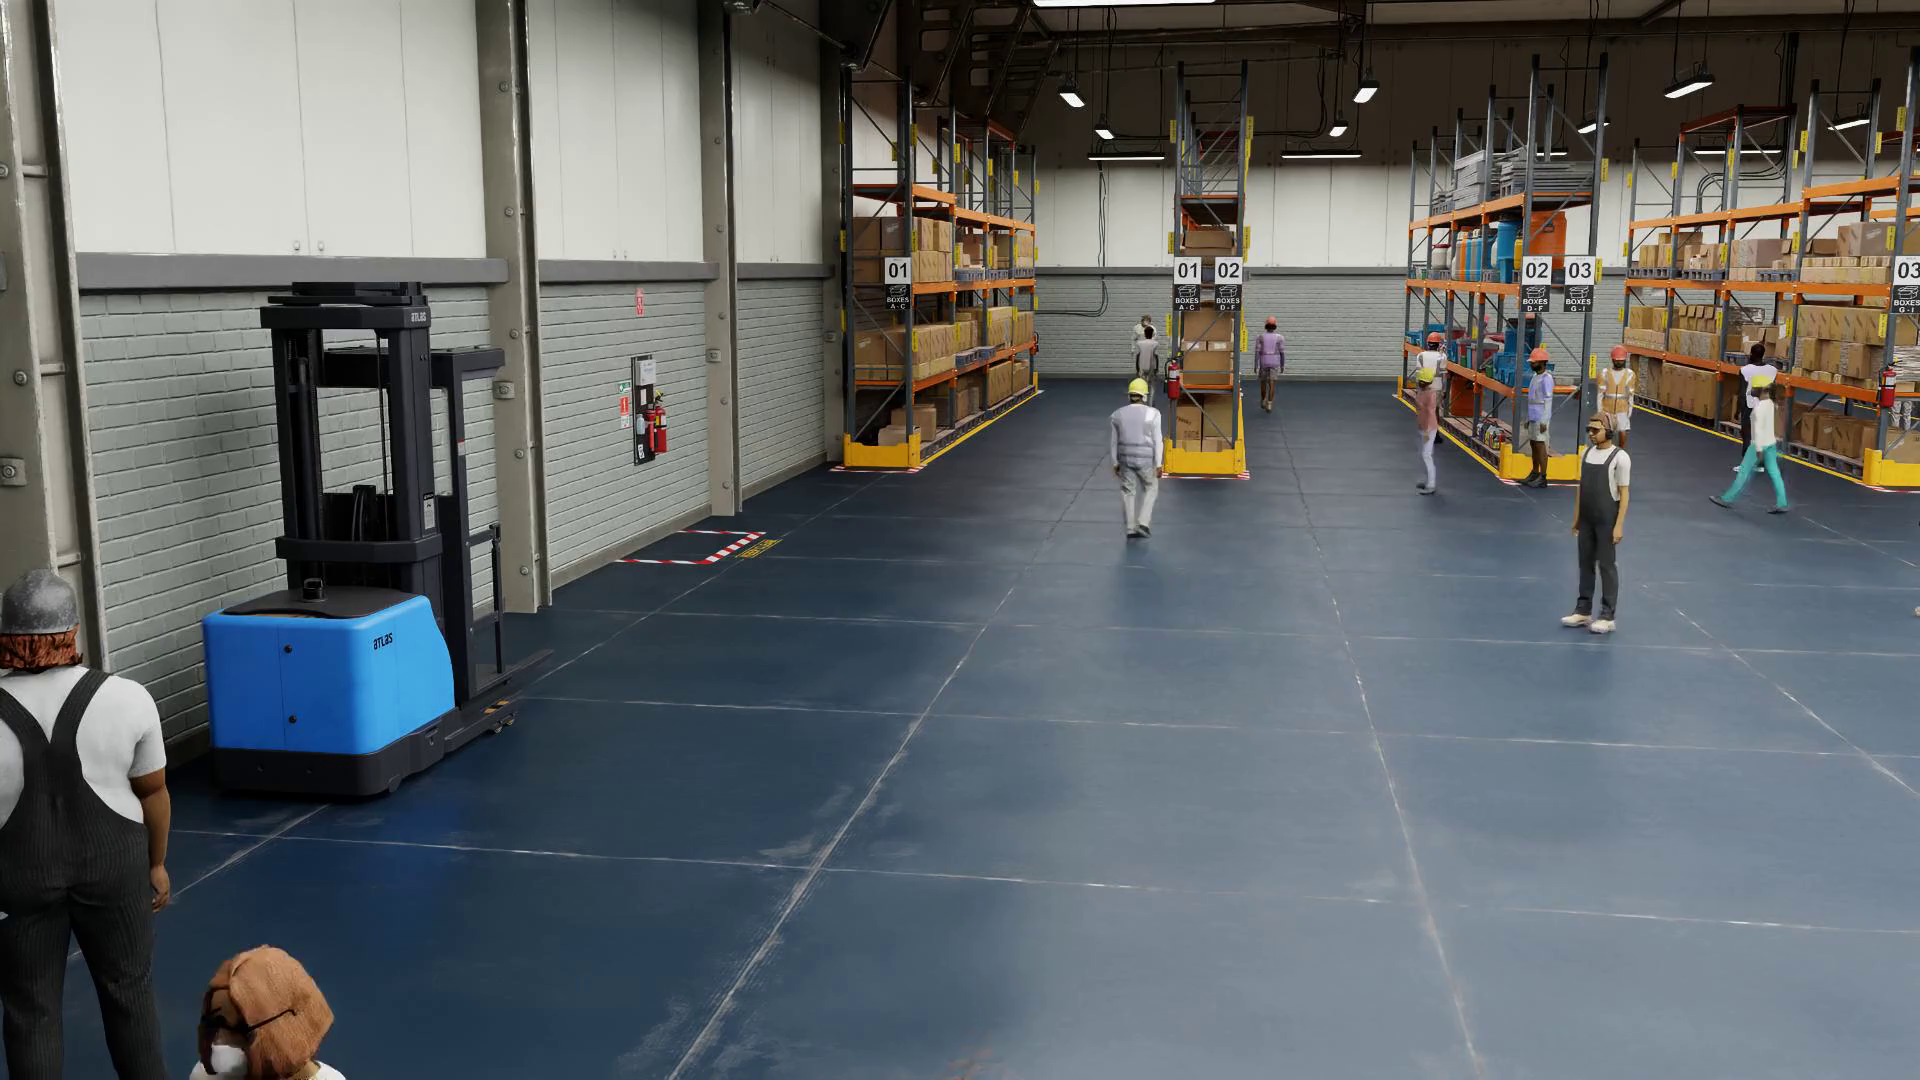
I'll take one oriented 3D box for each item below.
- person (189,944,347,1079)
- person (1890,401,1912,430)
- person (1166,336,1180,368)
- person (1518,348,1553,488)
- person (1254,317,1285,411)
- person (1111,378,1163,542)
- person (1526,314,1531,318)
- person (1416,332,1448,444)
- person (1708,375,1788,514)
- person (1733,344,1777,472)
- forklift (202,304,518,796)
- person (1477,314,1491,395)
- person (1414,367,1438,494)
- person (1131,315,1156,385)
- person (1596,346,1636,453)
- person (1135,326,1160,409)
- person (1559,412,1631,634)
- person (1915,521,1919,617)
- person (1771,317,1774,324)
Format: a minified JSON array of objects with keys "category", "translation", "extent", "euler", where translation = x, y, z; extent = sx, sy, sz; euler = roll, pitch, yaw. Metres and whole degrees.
[{"category":"person","translation":[-1.431,1.641,3.521],"extent":[0.529,1.631,0.292],"euler":[4,10,24]},{"category":"person","translation":[16.291,-2.467,28.809],"extent":[0.514,1.642,0.310],"euler":[-1,9,-7]},{"category":"person","translation":[5.506,-4.697,42.039],"extent":[0.605,1.811,0.472],"euler":[3,10,19]},{"category":"person","translation":[8.051,-1.710,23.230],"extent":[0.370,1.935,0.551],"euler":[0,9,-1]},{"category":"person","translation":[6.689,-3.805,35.957],"extent":[0.636,1.993,1.043],"euler":[2,9,10]},{"category":"person","translation":[1.977,-0.884,18.490],"extent":[0.623,1.816,0.459],"euler":[4,10,25]},{"category":"person","translation":[13.669,-4.459,40.132],"extent":[0.625,1.967,0.618],"euler":[8,12,40]},{"category":"person","translation":[8.269,-2.670,29.151],"extent":[0.552,1.937,0.356],"euler":[6,11,31]},{"category":"person","translation":[9.938,-1.202,20.784],"extent":[0.533,1.715,0.943],"euler":[-8,12,-41]},{"category":"person","translation":[11.907,-1.972,24.907],"extent":[0.599,1.915,0.372],"euler":[-1,9,-8]},{"category":"forklift","translation":[-3.673,-0.038,10.147],"extent":[1.129,2.768,1.873],"euler":[1,9,9]},{"category":"person","translation":[12.602,-4.473,40.174],"extent":[0.696,1.957,0.651],"euler":[8,12,39]},{"category":"person","translation":[6.301,-1.489,22.533],"extent":[0.434,1.720,0.671],"euler":[0,9,-3]},{"category":"person","translation":[4.683,-4.805,42.459],"extent":[0.674,1.885,0.762],"euler":[5,11,30]},{"category":"person","translation":[9.576,-1.873,24.302],"extent":[0.546,1.905,0.757],"euler":[3,10,16]},{"category":"person","translation":[3.957,-3.588,35.138],"extent":[0.537,1.839,0.863],"euler":[2,9,14]},{"category":"person","translation":[5.347,-0.152,13.939],"extent":[0.375,1.842,0.528],"euler":[-5,10,-26]},{"category":"person","translation":[8.592,-0.249,14.378],"extent":[0.587,1.883,0.341],"euler":[-1,9,-8]},{"category":"person","translation":[20.141,-4.604,41.159],"extent":[0.636,1.910,0.534],"euler":[4,10,22]}]
